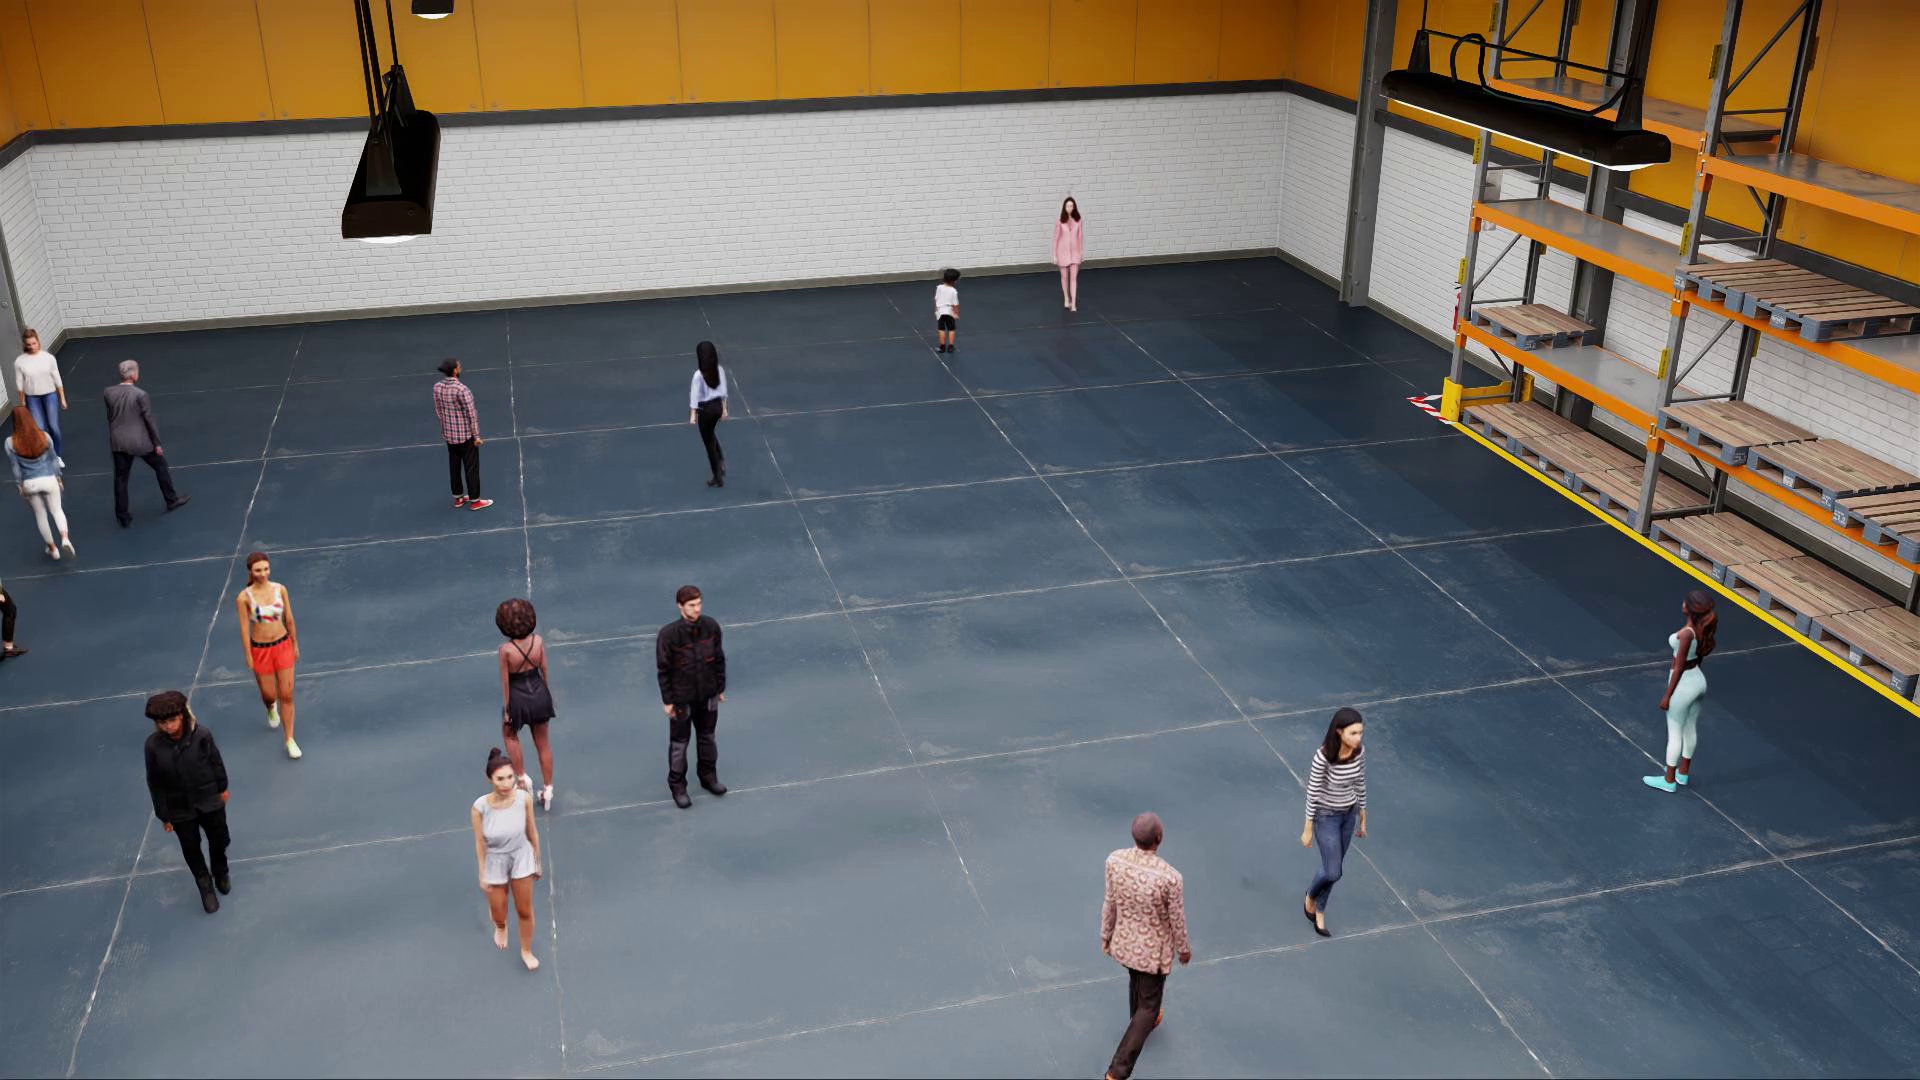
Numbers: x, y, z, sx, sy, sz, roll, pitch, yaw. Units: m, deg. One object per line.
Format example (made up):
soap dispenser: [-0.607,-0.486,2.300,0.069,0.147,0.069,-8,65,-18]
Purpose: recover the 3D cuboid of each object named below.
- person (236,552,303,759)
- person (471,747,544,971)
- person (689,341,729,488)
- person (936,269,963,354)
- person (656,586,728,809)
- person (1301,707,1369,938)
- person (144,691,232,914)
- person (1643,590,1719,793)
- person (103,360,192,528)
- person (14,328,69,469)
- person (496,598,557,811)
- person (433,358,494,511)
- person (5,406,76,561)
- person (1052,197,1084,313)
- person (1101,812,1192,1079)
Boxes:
person: [-5.707,0.910,13.733,0.779,1.779,0.987,-17,29,-33]
person: [-3.053,2.133,11.165,0.642,1.595,0.717,-12,26,-25]
person: [-2.815,-1.422,19.121,0.811,1.735,0.759,14,27,29]
person: [-0.208,-3.327,24.093,0.623,1.244,0.652,1,24,1]
person: [-2.095,1.189,13.022,0.783,1.838,0.702,-15,28,-30]
person: [2.508,1.913,11.430,0.687,1.785,0.692,-13,27,-27]
person: [-5.436,1.793,11.749,0.732,1.750,0.779,-12,26,-25]
person: [5.740,1.190,13.162,0.634,1.724,0.635,-16,29,-33]
person: [-9.051,-1.030,18.162,0.904,1.786,1.076,-3,24,-7]
person: [-10.907,-1.682,19.742,0.708,1.715,0.709,-13,27,-28]
person: [-3.303,1.310,12.825,0.691,1.774,0.742,-18,29,-35]
person: [-5.583,-1.197,18.574,0.787,1.762,0.823,10,26,22]
person: [-9.482,-0.537,17.158,0.787,1.686,0.961,-15,28,-30]
person: [1.698,-4.500,26.119,0.801,1.771,1.036,-1,24,-2]
person: [1.081,2.499,10.077,1.184,1.796,1.148,19,30,36]
